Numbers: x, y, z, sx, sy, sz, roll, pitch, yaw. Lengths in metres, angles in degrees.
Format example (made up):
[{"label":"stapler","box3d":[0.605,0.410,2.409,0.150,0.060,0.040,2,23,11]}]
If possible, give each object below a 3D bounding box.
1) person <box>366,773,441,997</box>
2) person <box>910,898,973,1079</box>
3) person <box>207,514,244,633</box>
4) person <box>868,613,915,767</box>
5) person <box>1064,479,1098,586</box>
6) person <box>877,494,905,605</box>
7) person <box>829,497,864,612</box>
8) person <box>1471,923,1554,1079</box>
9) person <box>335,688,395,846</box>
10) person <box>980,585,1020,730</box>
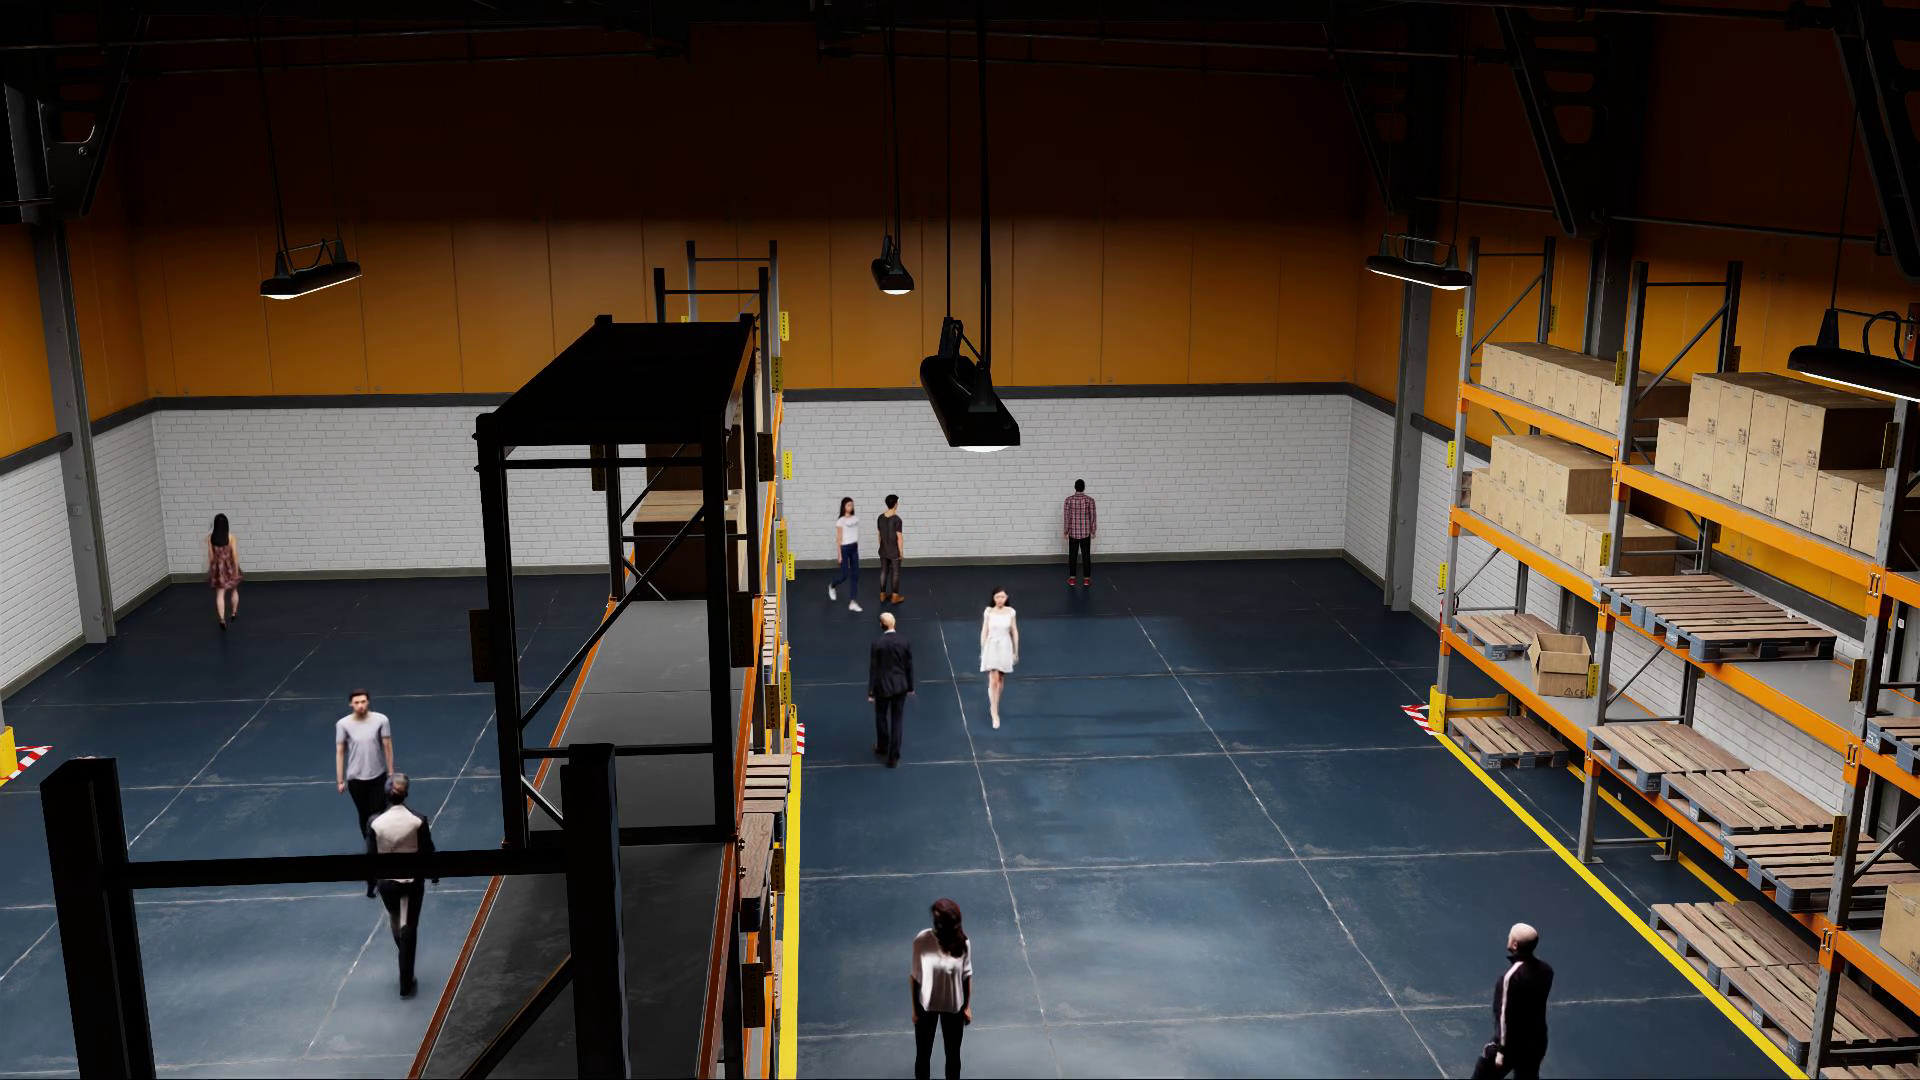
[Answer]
[{"label":"person","box3d":[-4.755,2.953,14.105,0.739,1.850,1.119,-2,14,-8]},{"label":"person","box3d":[-0.148,3.443,12.207,0.608,1.791,0.516,-2,14,-7]},{"label":"person","box3d":[-10.809,0.527,24.387,0.770,1.726,1.232,-4,14,-15]},{"label":"person","box3d":[-0.780,1.754,19.229,0.859,1.770,0.952,-4,14,-17]},{"label":"person","box3d":[1.949,-0.136,27.050,0.719,1.761,0.639,1,14,3]},{"label":"person","box3d":[-1.100,0.131,26.054,0.685,1.712,0.717,9,16,32]},{"label":"person","box3d":[-1.777,0.213,25.618,0.950,1.757,1.058,-13,19,-43]},{"label":"person","box3d":[3.963,3.581,11.577,0.825,1.819,0.846,-10,17,-35]},{"label":"person","box3d":[-5.927,2.342,16.636,0.805,1.848,0.988,-4,14,-16]},{"label":"person","box3d":[0.469,1.409,20.695,0.641,1.750,0.937,-2,14,-6]}]
